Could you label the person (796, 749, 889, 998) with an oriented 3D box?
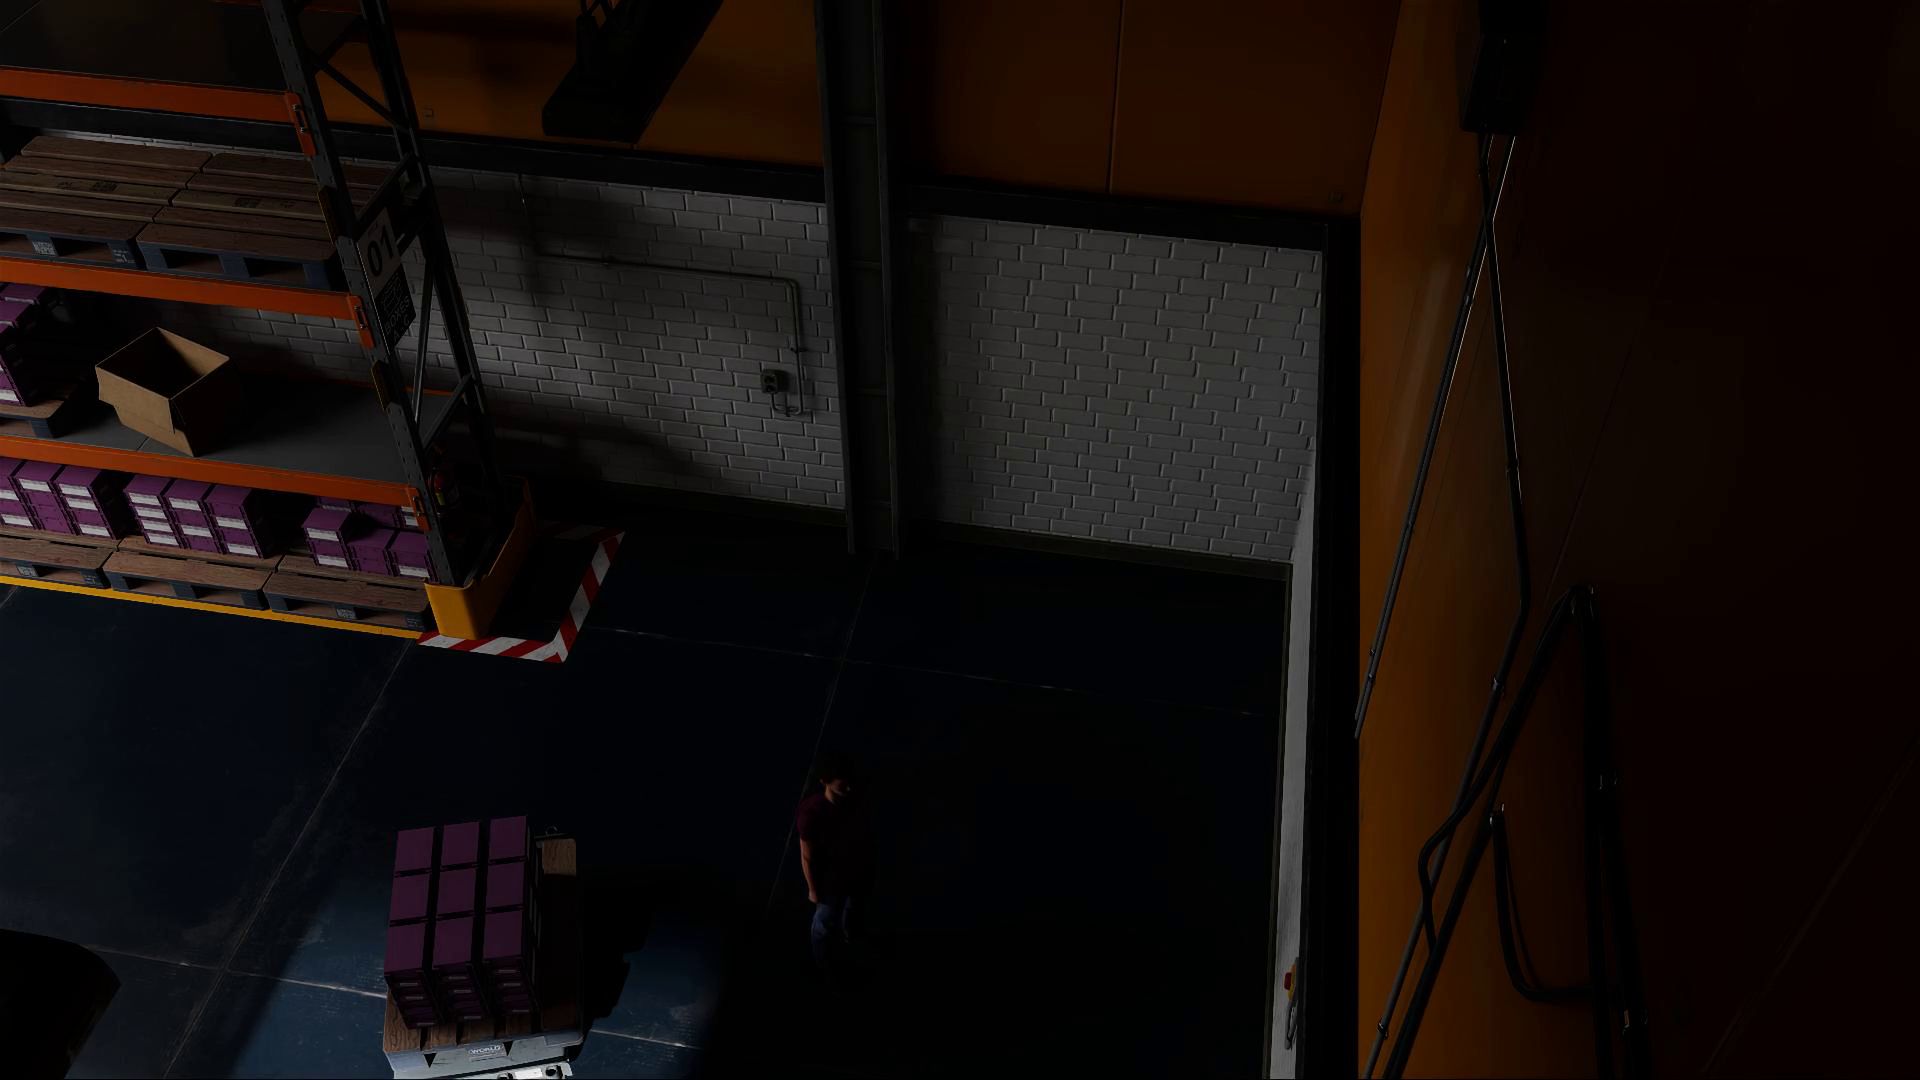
[{"bbox_3d":[-0.654,1.763,9.087,0.746,1.855,0.742,32,52,29],"label":"person"}]
